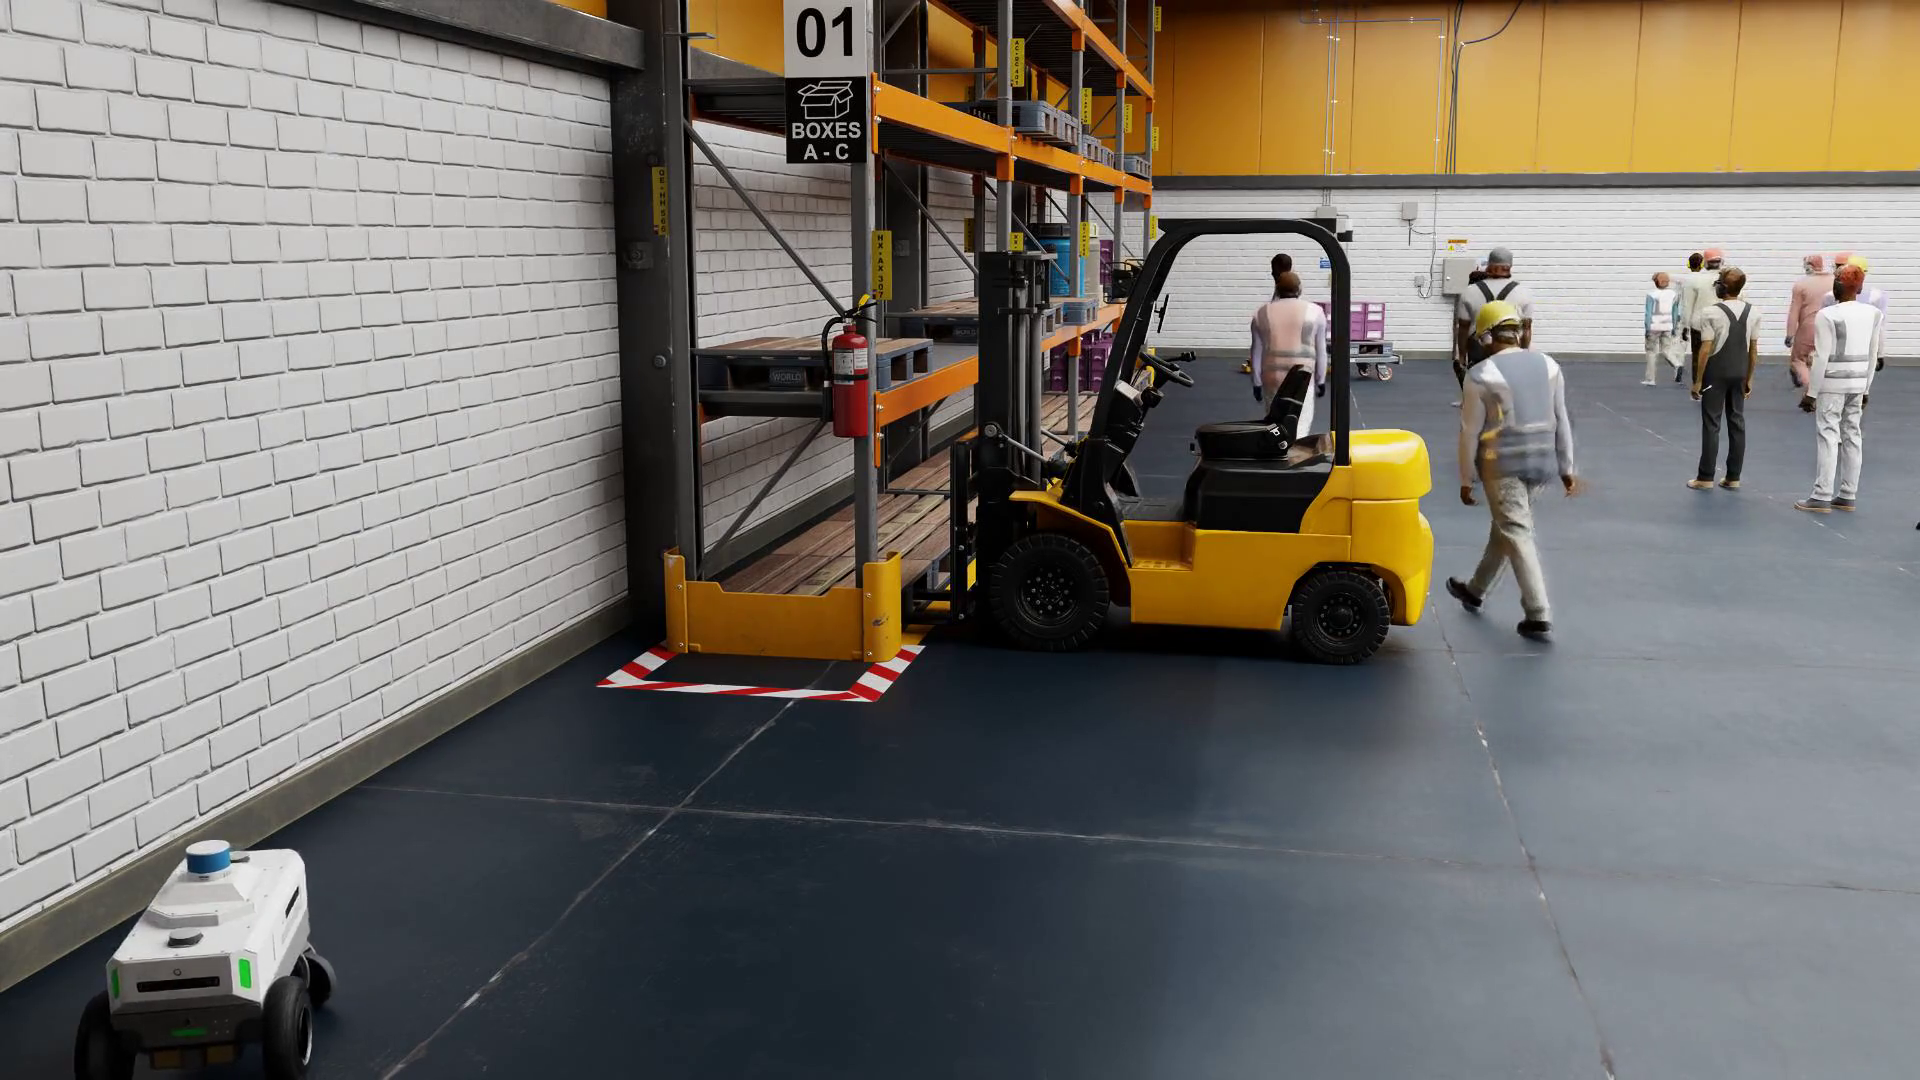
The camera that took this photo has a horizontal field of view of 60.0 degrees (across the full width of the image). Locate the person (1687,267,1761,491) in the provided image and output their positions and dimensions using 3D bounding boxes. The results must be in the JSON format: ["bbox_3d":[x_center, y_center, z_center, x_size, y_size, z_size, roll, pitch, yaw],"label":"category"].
[{"bbox_3d":[6.298,-1.319,13.714,0.507,1.846,0.343,-1,10,-6],"label":"person"}]

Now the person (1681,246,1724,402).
[{"bbox_3d":[9.448,-2.707,20.971,0.617,1.978,0.561,2,10,10],"label":"person"}]

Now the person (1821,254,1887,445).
[{"bbox_3d":[9.053,-1.932,16.892,0.627,1.905,0.671,6,12,31],"label":"person"}]

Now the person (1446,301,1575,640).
[{"bbox_3d":[2.930,-0.390,8.885,0.658,1.746,0.962,-4,11,-22],"label":"person"}]

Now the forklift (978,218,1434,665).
[{"bbox_3d":[1.285,-0.567,8.635,2.313,2.155,1.214,2,11,11],"label":"forklift"}]

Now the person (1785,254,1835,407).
[{"bbox_3d":[10.353,-2.507,20.137,0.745,1.874,0.458,-1,10,-3],"label":"person"}]

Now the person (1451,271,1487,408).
[{"bbox_3d":[6.199,-2.414,20.170,0.510,1.677,0.549,9,14,42],"label":"person"}]

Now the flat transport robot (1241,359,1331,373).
[{"bbox_3d":[5.097,-2.708,25.643,1.431,0.197,0.652,0,10,2],"label":"flat transport robot"}]

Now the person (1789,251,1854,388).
[{"bbox_3d":[11.813,-2.972,22.618,0.812,1.913,0.551,3,11,17],"label":"person"}]

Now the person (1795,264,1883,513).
[{"bbox_3d":[6.679,-1.141,12.638,0.575,1.883,0.355,-3,11,-17],"label":"person"}]

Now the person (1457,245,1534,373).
[{"bbox_3d":[5.105,-1.818,15.911,0.691,2.000,0.781,4,11,23],"label":"person"}]

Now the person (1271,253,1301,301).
[{"bbox_3d":[3.471,-2.100,17.809,0.392,1.914,0.588,-1,10,-4],"label":"person"}]

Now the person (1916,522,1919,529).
[{"bbox_3d":[7.125,-1.011,11.768,0.545,1.939,0.354,7,12,32],"label":"person"}]

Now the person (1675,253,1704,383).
[{"bbox_3d":[10.462,-3.159,23.752,0.510,1.865,0.329,6,12,28],"label":"person"}]

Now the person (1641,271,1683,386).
[{"bbox_3d":[9.829,-2.944,23.240,0.519,1.611,0.606,-3,11,-15],"label":"person"}]

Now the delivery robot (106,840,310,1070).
[{"bbox_3d":[-1.898,1.008,4.237,0.477,0.478,0.707,-2,10,-11],"label":"delivery robot"}]

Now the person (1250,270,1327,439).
[{"bbox_3d":[2.738,-1.345,13.928,0.632,1.821,0.737,4,11,20],"label":"person"}]

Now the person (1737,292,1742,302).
[{"bbox_3d":[10.722,-2.966,23.380,0.530,1.611,0.716,2,10,9],"label":"person"}]
